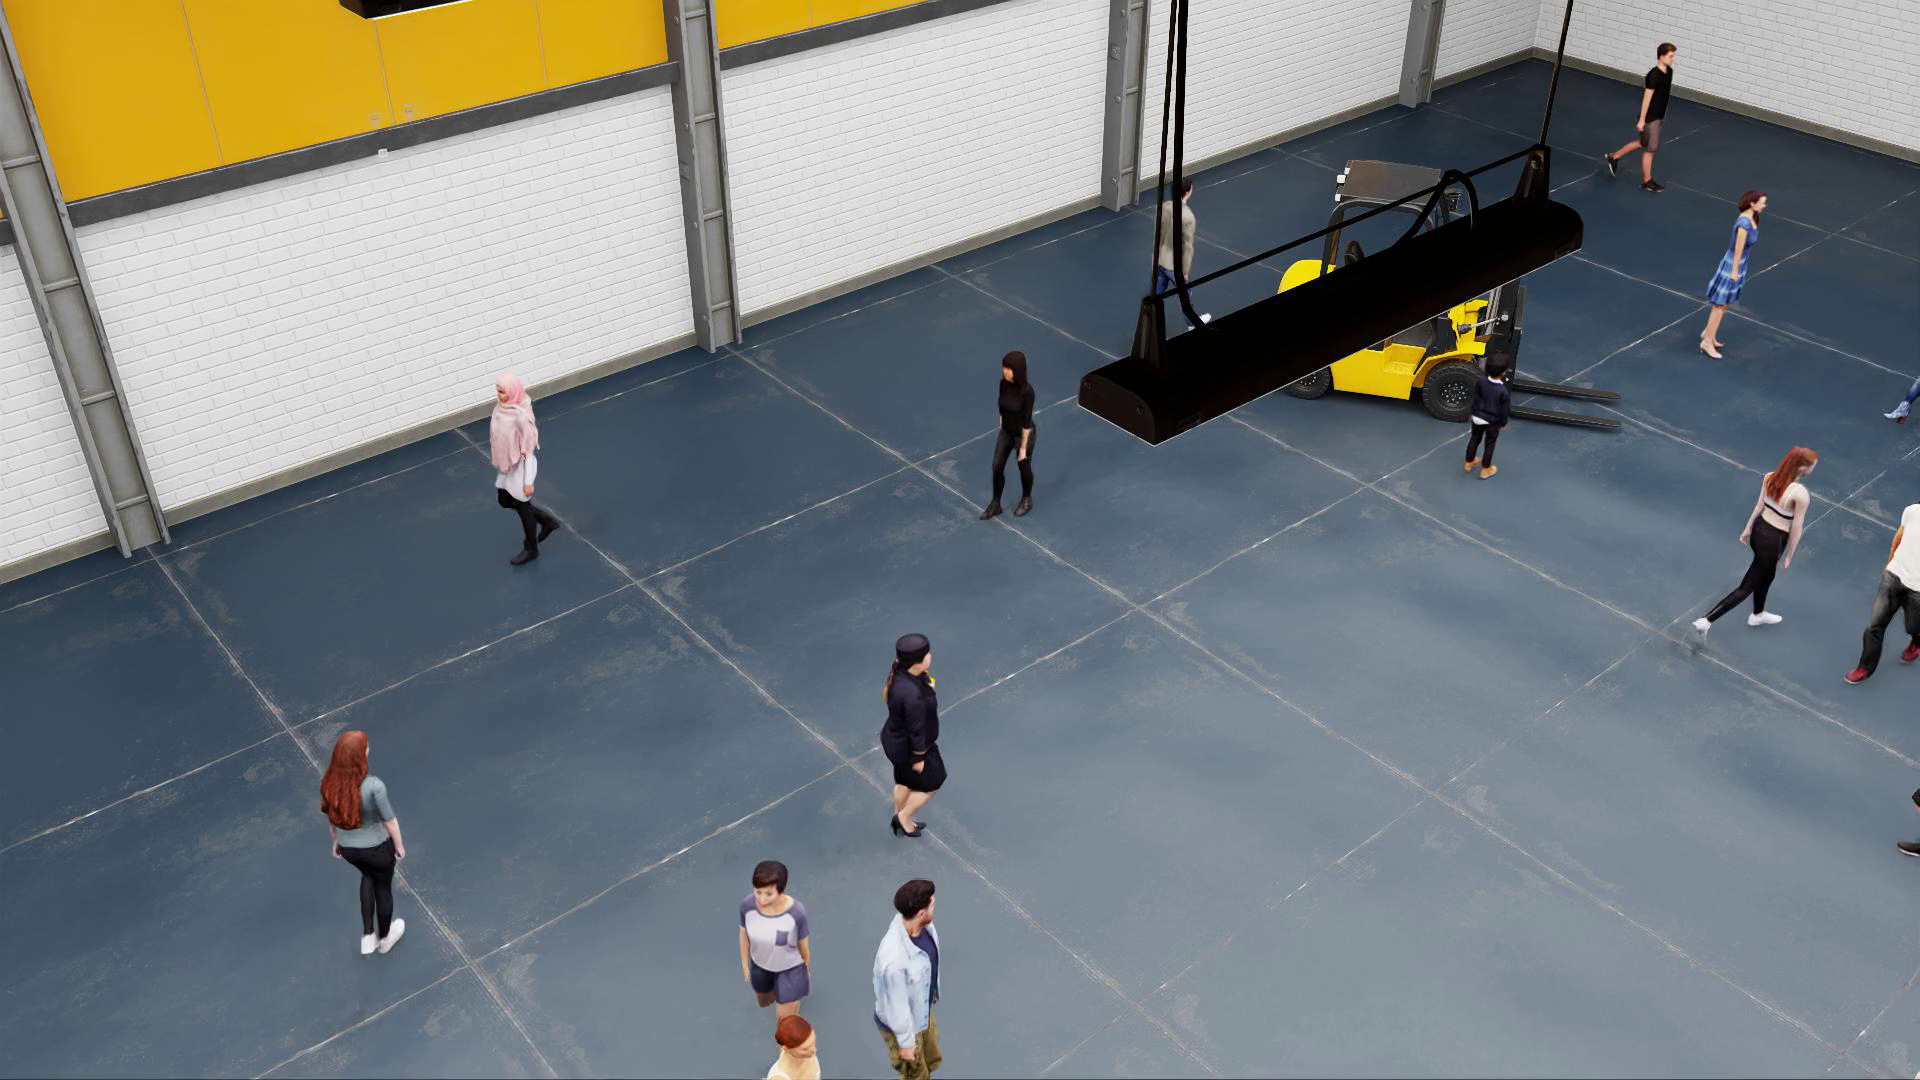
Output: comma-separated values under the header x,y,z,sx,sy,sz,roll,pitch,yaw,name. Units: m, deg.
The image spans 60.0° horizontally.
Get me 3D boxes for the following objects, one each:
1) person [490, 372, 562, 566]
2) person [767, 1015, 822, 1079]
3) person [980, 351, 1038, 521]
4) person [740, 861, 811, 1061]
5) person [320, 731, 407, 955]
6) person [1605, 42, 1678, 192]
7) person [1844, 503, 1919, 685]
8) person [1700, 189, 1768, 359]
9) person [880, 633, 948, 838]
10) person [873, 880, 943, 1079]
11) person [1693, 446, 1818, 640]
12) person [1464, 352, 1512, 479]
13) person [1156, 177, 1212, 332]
x,y,z,sx,sy,sz,roll,pitch,yaw,name
-3.631,-0.617,13.956,0.722,1.778,0.633,-25,41,-32,person
-0.925,3.012,8.632,0.842,1.628,0.814,10,35,15,person
0.558,-0.946,14.591,0.658,1.623,0.821,23,40,31,person
-1.038,2.405,9.621,0.882,1.545,1.002,7,34,11,person
-3.652,1.941,10.153,0.765,1.729,0.824,4,34,7,person
8.691,-5.391,21.083,0.806,1.840,1.083,28,43,35,person
7.276,0.290,12.594,1.111,1.776,0.718,-20,39,-27,person
7.976,-2.759,17.156,0.809,1.805,0.663,15,36,21,person
-0.403,1.361,11.087,0.834,1.662,0.830,-6,34,-10,person
-0.334,2.579,9.138,0.874,1.789,0.756,16,37,22,person
6.212,0.070,12.984,1.255,1.711,0.952,-11,35,-16,person
4.846,-1.150,15.260,0.467,1.224,0.496,-24,41,-32,person
2.131,-2.841,17.268,1.113,1.817,0.727,-24,40,-31,person
